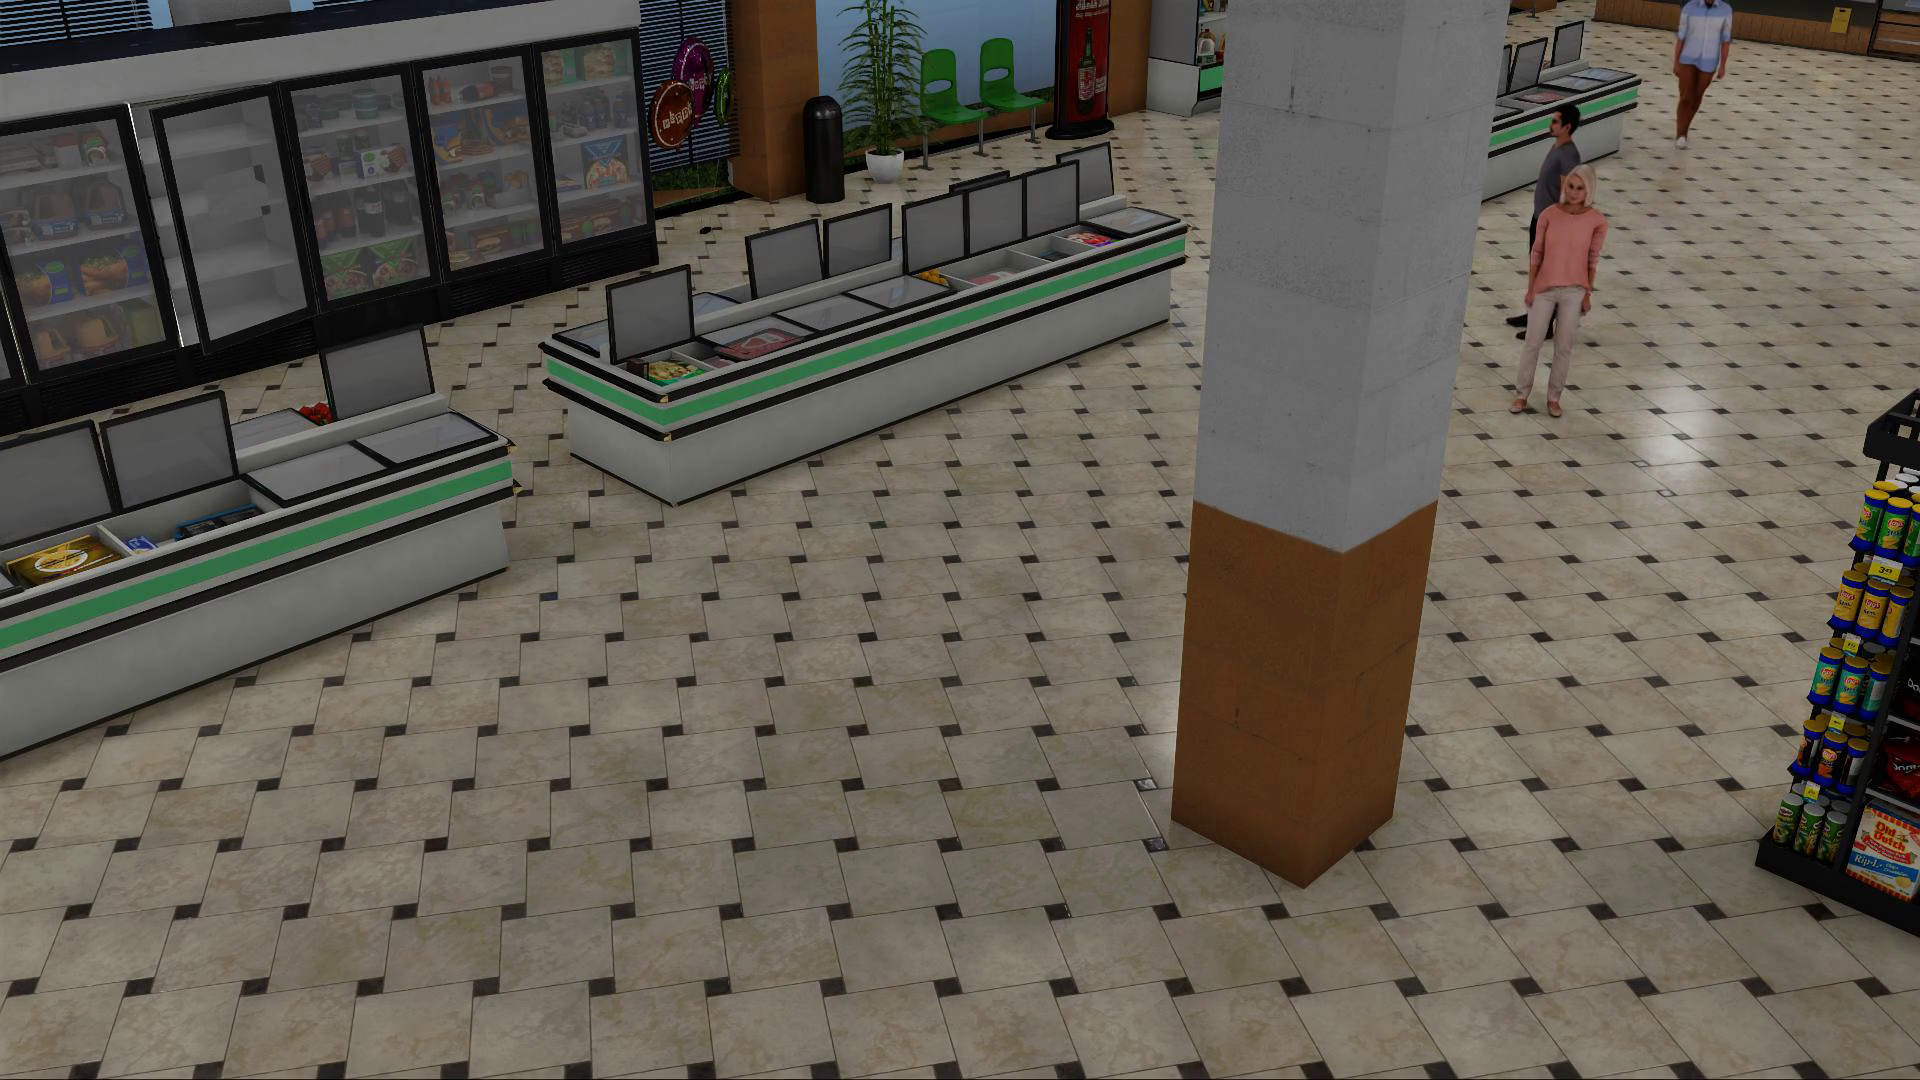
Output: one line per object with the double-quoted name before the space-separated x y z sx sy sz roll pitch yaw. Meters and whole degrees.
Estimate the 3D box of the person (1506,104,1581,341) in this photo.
"person" 4.455 -2.397 12.516 0.753 1.754 0.676 2 27 4

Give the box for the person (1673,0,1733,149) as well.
"person" 7.966 -5.171 17.951 1.088 1.787 1.265 6 27 11

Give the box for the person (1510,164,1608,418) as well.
"person" 4.012 -1.676 11.128 0.679 1.724 0.673 8 28 16
